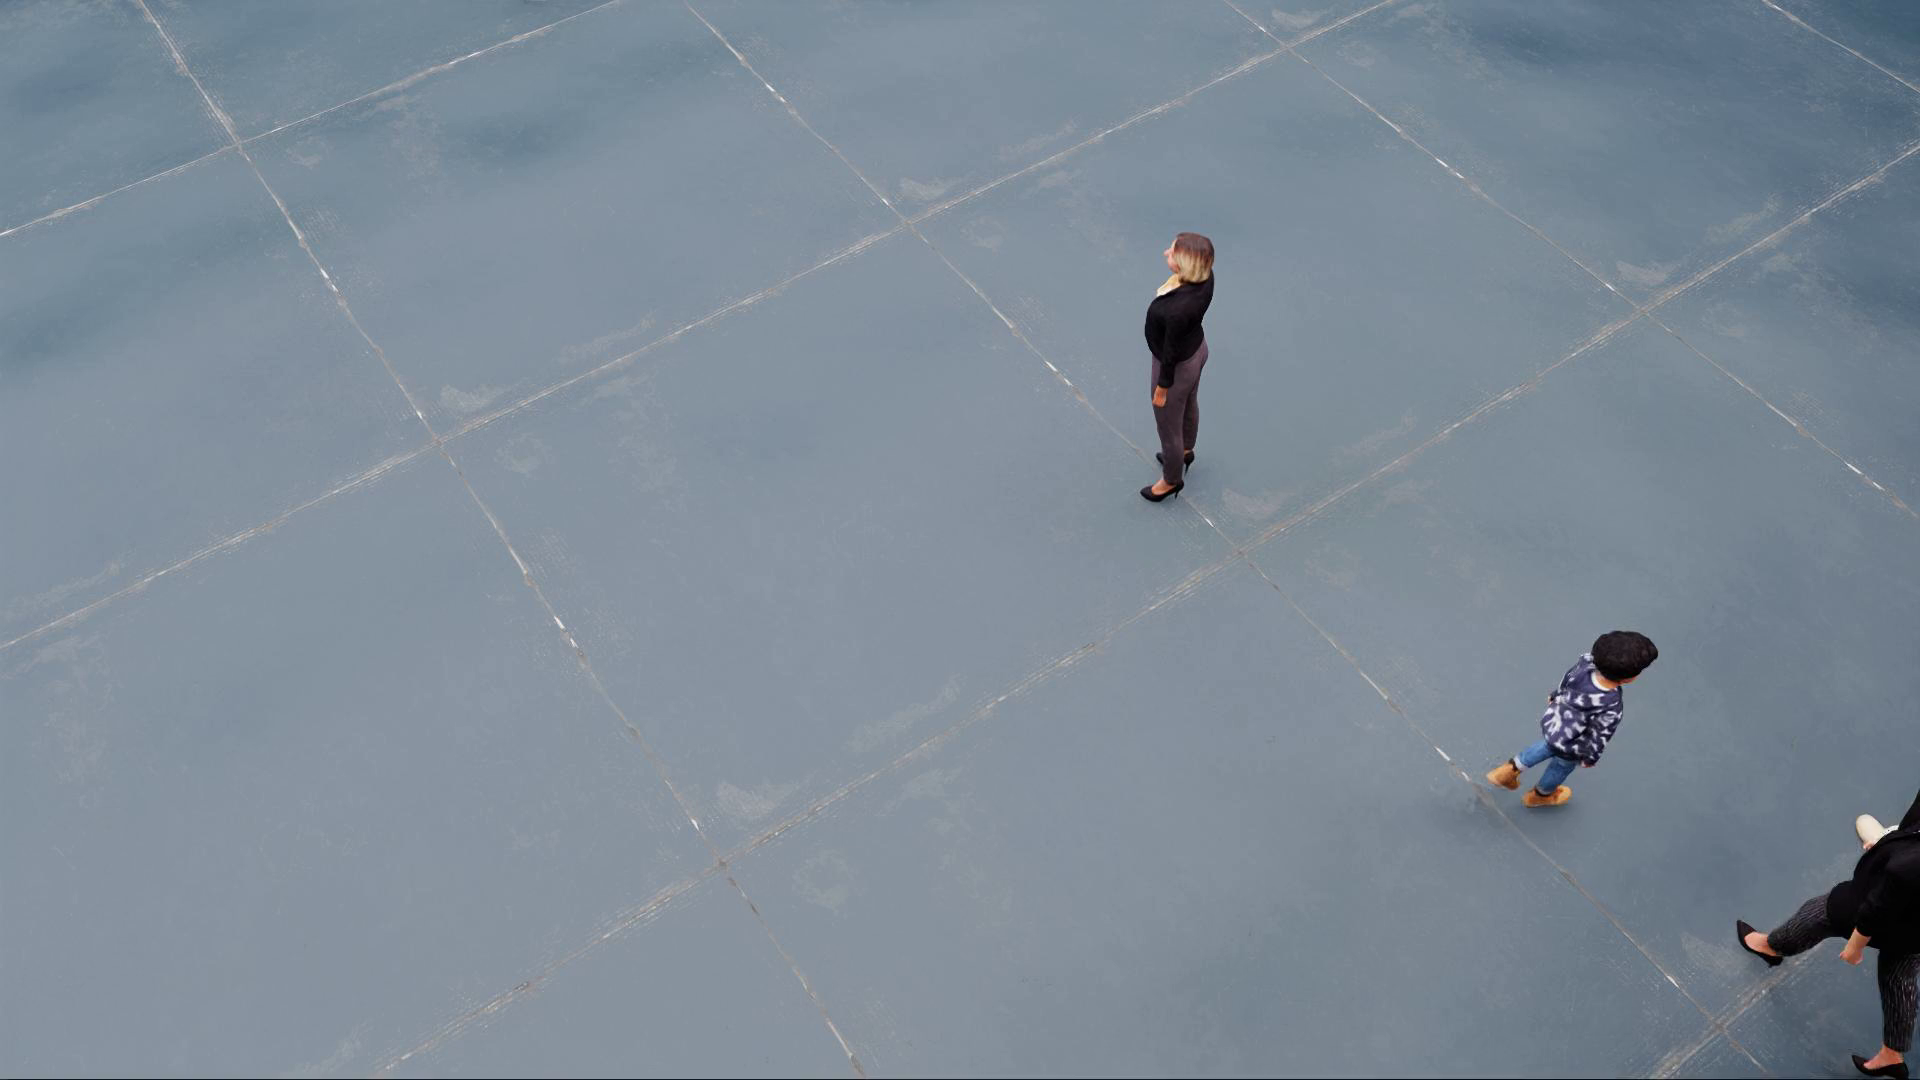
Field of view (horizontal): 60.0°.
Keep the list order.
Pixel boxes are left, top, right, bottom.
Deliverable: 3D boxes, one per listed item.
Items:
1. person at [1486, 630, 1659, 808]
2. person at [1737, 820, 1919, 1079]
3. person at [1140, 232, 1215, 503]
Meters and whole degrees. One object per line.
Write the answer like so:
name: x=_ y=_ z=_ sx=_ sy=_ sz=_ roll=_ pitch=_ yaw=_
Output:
person: x=2.547 y=0.783 z=7.022 sx=0.700 sy=1.238 sz=0.663 roll=-4 pitch=52 yaw=-3
person: x=3.539 y=1.475 z=6.209 sx=0.798 sy=1.677 sz=1.141 roll=-19 pitch=55 yaw=-14
person: x=1.065 y=-0.820 z=7.992 sx=0.703 sy=1.667 sz=0.678 roll=18 pitch=54 yaw=14
